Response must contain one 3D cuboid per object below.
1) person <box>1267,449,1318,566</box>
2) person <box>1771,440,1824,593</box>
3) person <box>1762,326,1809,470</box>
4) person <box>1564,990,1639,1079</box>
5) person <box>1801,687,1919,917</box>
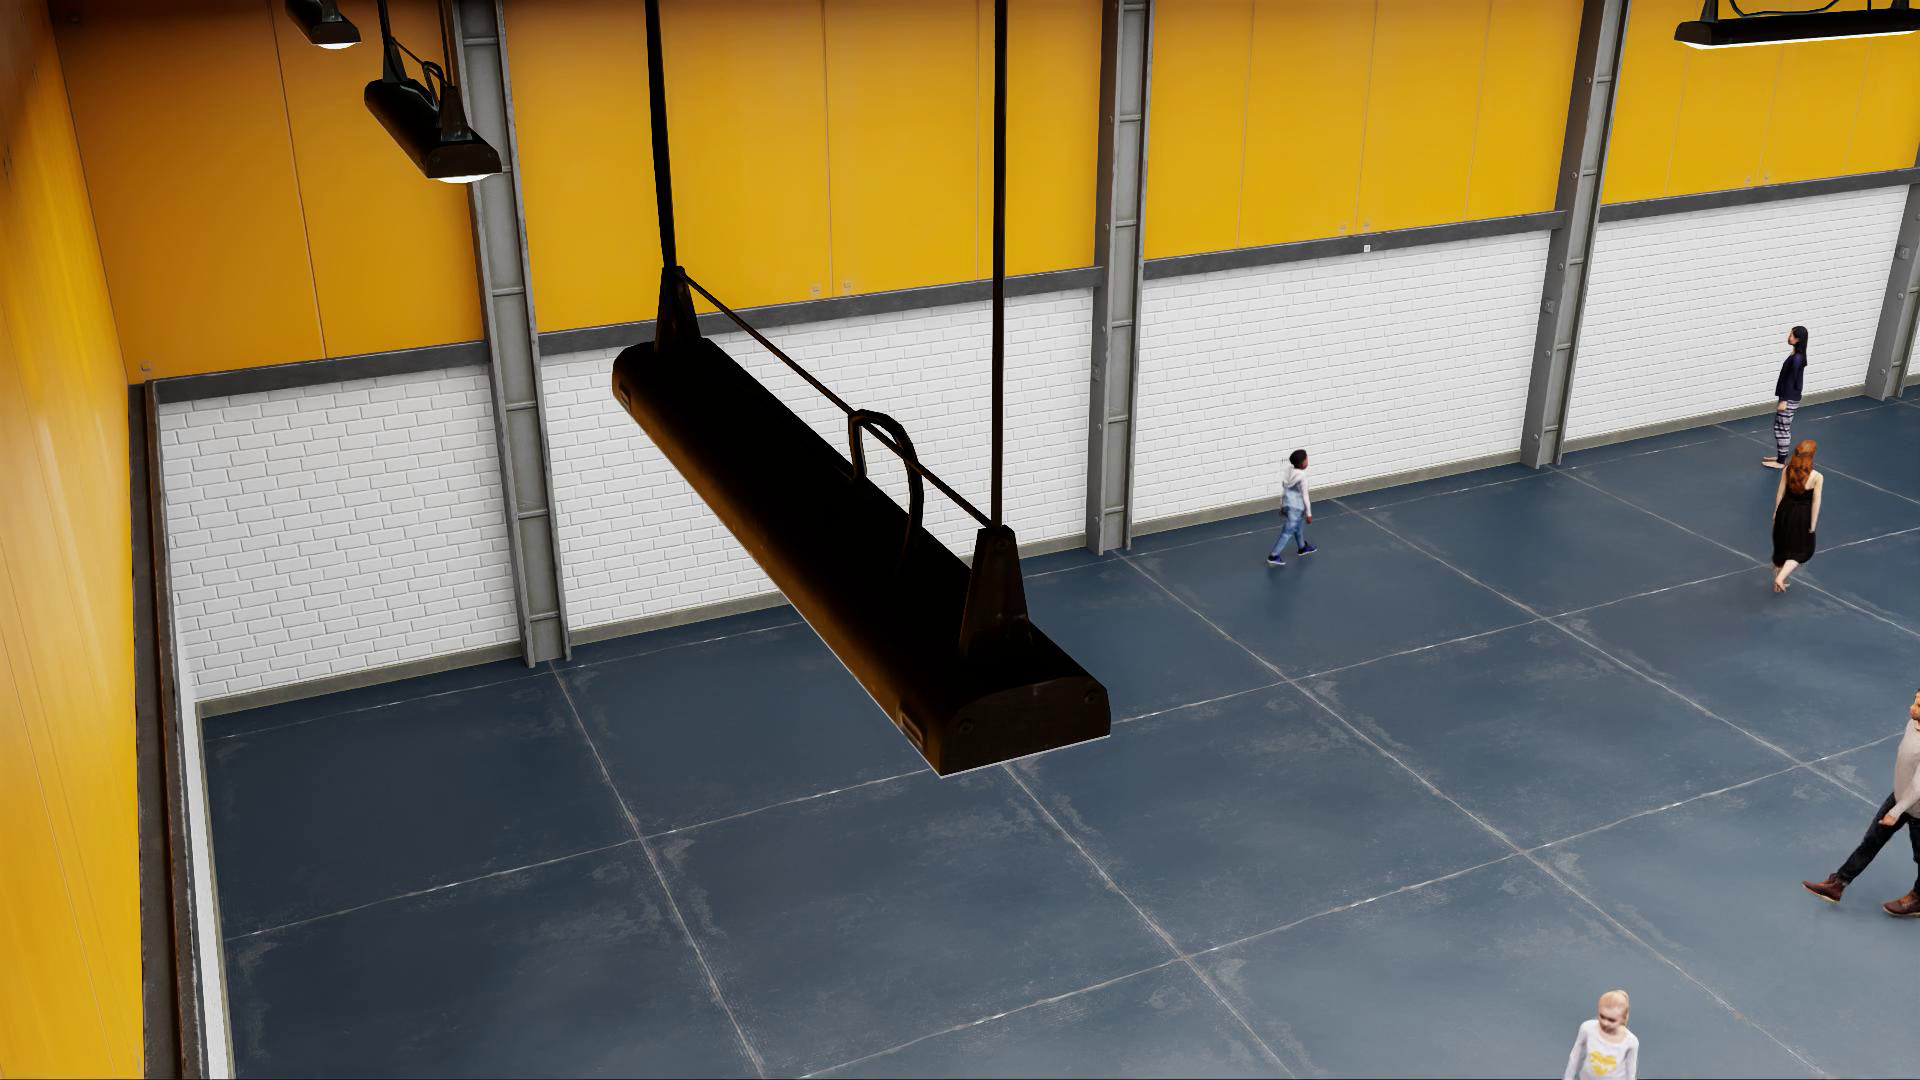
[{"bbox_3d":[3.403,-0.322,17.195,0.872,1.231,0.499,-10,26,-22],"label":"person"},{"bbox_3d":[8.201,-0.195,16.420,0.792,1.618,0.694,-20,30,-38],"label":"person"},{"bbox_3d":[9.839,-1.699,19.719,0.725,1.732,0.648,10,26,22],"label":"person"},{"bbox_3d":[3.643,3.060,9.412,0.624,1.268,0.686,16,28,32],"label":"person"},{"bbox_3d":[6.683,1.849,11.482,1.186,1.828,0.938,0,24,-1],"label":"person"}]
